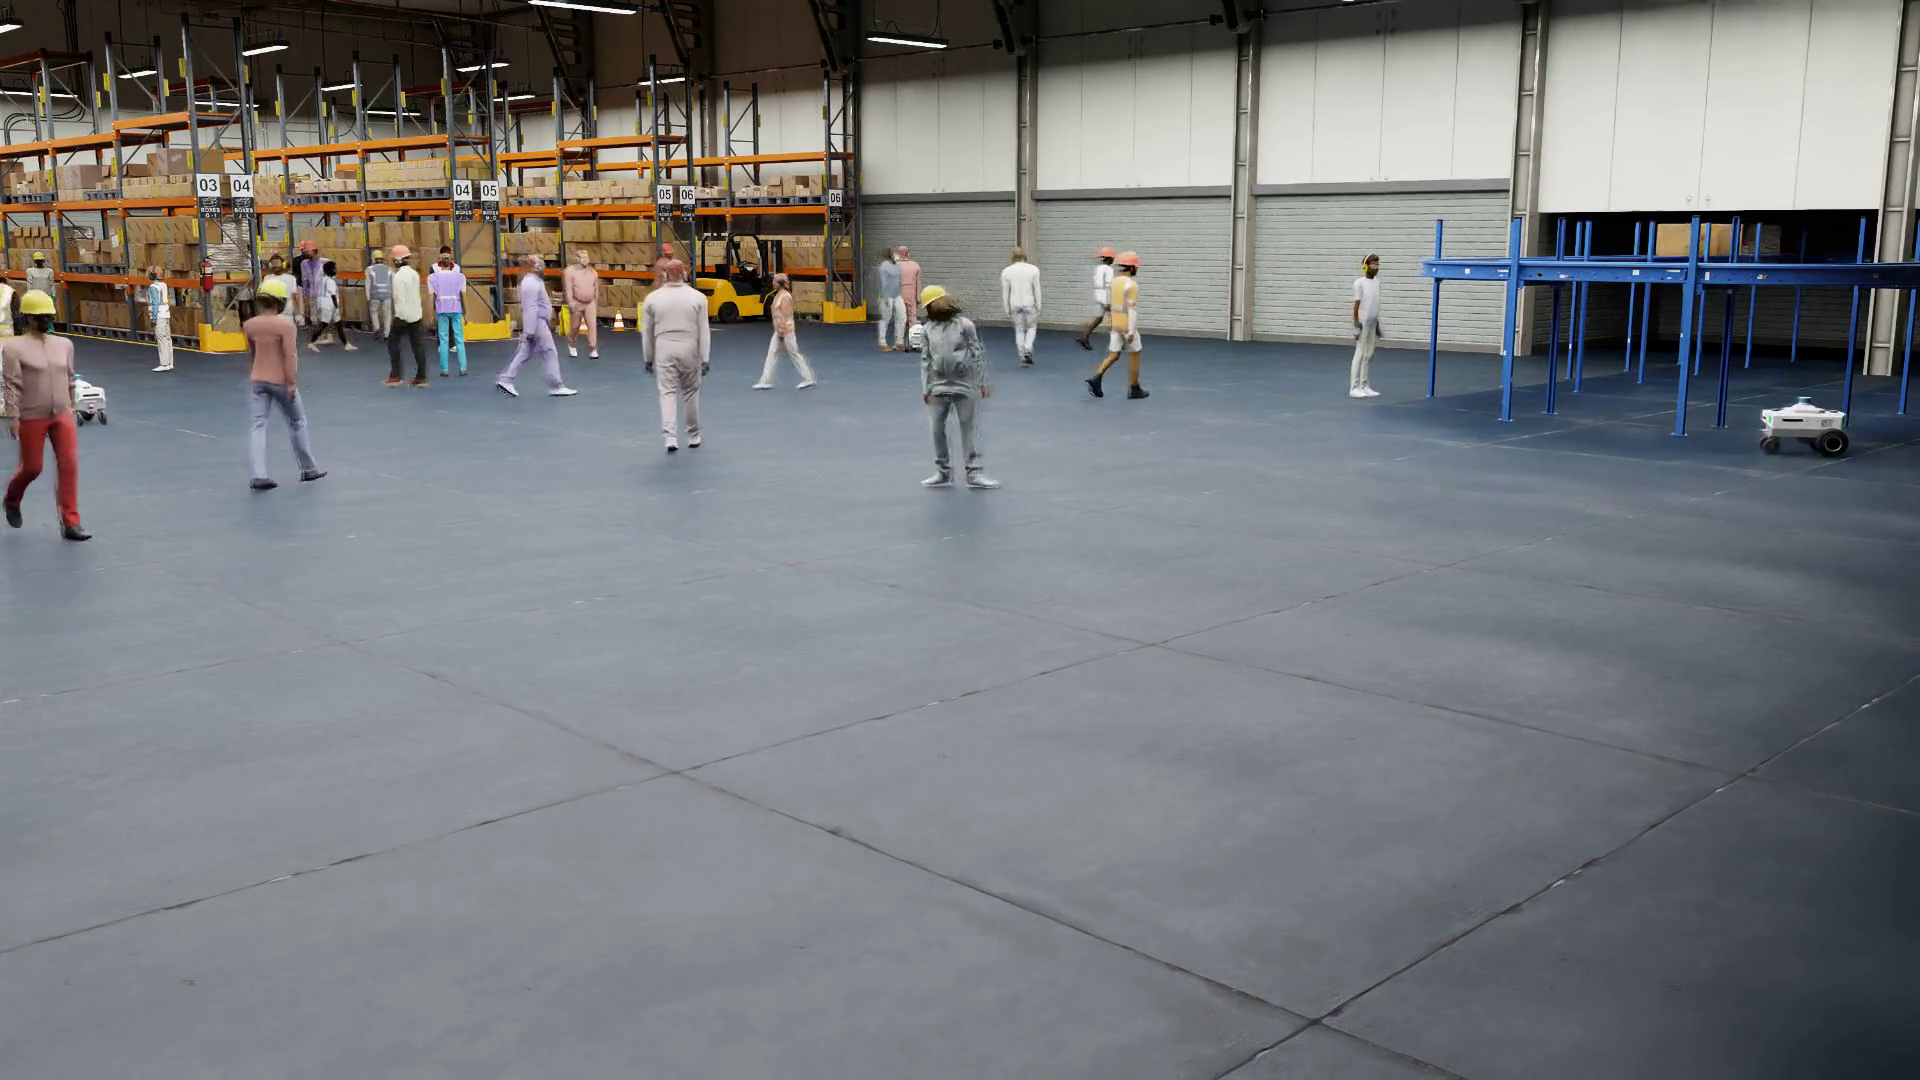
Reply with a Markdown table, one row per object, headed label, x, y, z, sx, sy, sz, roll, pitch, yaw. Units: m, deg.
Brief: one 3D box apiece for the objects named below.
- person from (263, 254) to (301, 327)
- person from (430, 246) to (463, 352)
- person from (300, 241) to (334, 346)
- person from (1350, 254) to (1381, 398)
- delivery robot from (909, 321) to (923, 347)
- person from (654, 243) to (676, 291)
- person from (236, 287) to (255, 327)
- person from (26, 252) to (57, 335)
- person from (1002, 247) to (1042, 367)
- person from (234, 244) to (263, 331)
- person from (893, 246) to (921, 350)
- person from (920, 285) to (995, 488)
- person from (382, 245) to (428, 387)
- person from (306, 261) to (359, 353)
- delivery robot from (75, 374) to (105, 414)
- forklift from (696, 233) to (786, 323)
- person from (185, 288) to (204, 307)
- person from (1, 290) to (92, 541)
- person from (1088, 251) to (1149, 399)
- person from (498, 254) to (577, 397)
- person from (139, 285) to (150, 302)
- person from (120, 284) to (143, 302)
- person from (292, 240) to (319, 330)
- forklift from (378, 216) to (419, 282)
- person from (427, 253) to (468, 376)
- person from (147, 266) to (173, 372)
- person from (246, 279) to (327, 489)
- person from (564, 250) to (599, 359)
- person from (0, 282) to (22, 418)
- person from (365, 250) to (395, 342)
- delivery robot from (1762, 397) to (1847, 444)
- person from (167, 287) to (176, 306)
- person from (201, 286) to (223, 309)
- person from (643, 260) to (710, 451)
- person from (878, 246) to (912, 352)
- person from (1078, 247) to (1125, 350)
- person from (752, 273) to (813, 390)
| label | x | y | z | sx | sy | sz | roll | pitch | yaw |
| --- | --- | --- | --- | --- | --- | --- | --- | --- | --- |
| person | -10.458 | -3.489 | 25.660 | 0.545 | 1.818 | 0.968 | -2 | 11 | -12 |
| person | -9.355 | -4.388 | 30.294 | 0.372 | 1.914 | 0.597 | 10 | 14 | 43 |
| person | -12.346 | -4.727 | 31.908 | 0.617 | 1.998 | 0.845 | 2 | 11 | 13 |
| person | 5.361 | -2.819 | 21.872 | 0.532 | 1.868 | 0.309 | -9 | 14 | -41 |
| delivery robot | -0.768 | -3.766 | 30.479 | 0.477 | 0.478 | 0.707 | 0 | 10 | -2 |
| person | -6.270 | -5.326 | 35.337 | 0.818 | 1.956 | 0.648 | 8 | 13 | 36 |
| person | -16.458 | -5.841 | 38.289 | 0.560 | 1.883 | 1.014 | -8 | 13 | -36 |
| person | -19.001 | -5.071 | 34.429 | 0.523 | 1.769 | 0.314 | -8 | 13 | -37 |
| person | 1.002 | -3.762 | 26.878 | 0.657 | 1.915 | 0.423 | 2 | 11 | 11 |
| person | -15.925 | -5.708 | 37.200 | 0.621 | 2.036 | 0.411 | -5 | 11 | -24 |
| person | -1.044 | -4.490 | 30.880 | 0.652 | 1.906 | 0.402 | -3 | 11 | -17 |
| person | -0.014 | -1.275 | 13.917 | 0.654 | 1.697 | 0.352 | 2 | 11 | 11 |
| person | -7.846 | -3.138 | 23.340 | 0.767 | 1.967 | 0.623 | 3 | 11 | 16 |
| person | -11.407 | -4.201 | 30.012 | 0.908 | 1.649 | 0.534 | -5 | 12 | -26 |
| delivery robot | -10.013 | -1.633 | 18.846 | 0.707 | 0.478 | 0.477 | 8 | 13 | 36 |
| forklift | -5.496 | -6.489 | 41.108 | 2.313 | 2.155 | 1.214 | -10 | 14 | -44 |
| person | -17.526 | -5.859 | 38.322 | 0.680 | 1.909 | 0.602 | 9 | 14 | 42 |
| person | -6.469 | -0.881 | 11.661 | 0.727 | 1.744 | 0.530 | 6 | 12 | 30 |
| person | 2.076 | -2.781 | 21.559 | 0.837 | 1.913 | 0.551 | -7 | 12 | -34 |
| person | -5.641 | -2.828 | 21.941 | 0.973 | 1.870 | 0.633 | -4 | 11 | -22 |
| person | -20.964 | -6.548 | 42.879 | 0.508 | 1.620 | 0.348 | -5 | 11 | -25 |
| person | -20.857 | -6.491 | 41.887 | 0.571 | 1.866 | 0.590 | 9 | 14 | 42 |
| person | -14.637 | -5.712 | 37.304 | 0.622 | 1.990 | 0.388 | -10 | 14 | -43 |
| forklift | -17.868 | -9.201 | 54.028 | 1.873 | 2.768 | 1.129 | -10 | 14 | -44 |
| person | -7.718 | -3.400 | 25.096 | 0.564 | 1.847 | 0.395 | -4 | 11 | -20 |
| person | -12.496 | -3.456 | 25.974 | 0.307 | 1.639 | 0.513 | -2 | 11 | -9 |
| person | -5.760 | -1.325 | 14.090 | 0.539 | 1.735 | 0.816 | 3 | 11 | 14 |
| person | -6.581 | -4.109 | 28.913 | 0.634 | 1.873 | 0.948 | -6 | 12 | -31 |
| person | -11.348 | -2.365 | 19.527 | 0.626 | 1.818 | 0.724 | -4 | 11 | -20 |
| person | -11.538 | -4.857 | 33.136 | 0.608 | 1.814 | 0.452 | -6 | 12 | -29 |
| delivery robot | 8.225 | -1.152 | 16.224 | 0.707 | 0.478 | 0.477 | 3 | 11 | 16 |
| person | -19.633 | -6.362 | 41.132 | 0.638 | 1.896 | 1.014 | -8 | 13 | -38 |
| person | -16.449 | -5.396 | 36.663 | 0.506 | 1.609 | 0.508 | 8 | 13 | 36 |
| person | -2.793 | -1.809 | 16.438 | 0.662 | 1.888 | 0.848 | -1 | 10 | -4 |
| person | -1.183 | -4.367 | 30.202 | 0.777 | 1.913 | 0.646 | 9 | 13 | 39 |
| person | 2.637 | -4.467 | 30.766 | 0.890 | 1.908 | 0.552 | -5 | 11 | -25 |
| person | -2.417 | -2.871 | 22.894 | 0.851 | 1.596 | 0.530 | -5 | 11 | -23 |
